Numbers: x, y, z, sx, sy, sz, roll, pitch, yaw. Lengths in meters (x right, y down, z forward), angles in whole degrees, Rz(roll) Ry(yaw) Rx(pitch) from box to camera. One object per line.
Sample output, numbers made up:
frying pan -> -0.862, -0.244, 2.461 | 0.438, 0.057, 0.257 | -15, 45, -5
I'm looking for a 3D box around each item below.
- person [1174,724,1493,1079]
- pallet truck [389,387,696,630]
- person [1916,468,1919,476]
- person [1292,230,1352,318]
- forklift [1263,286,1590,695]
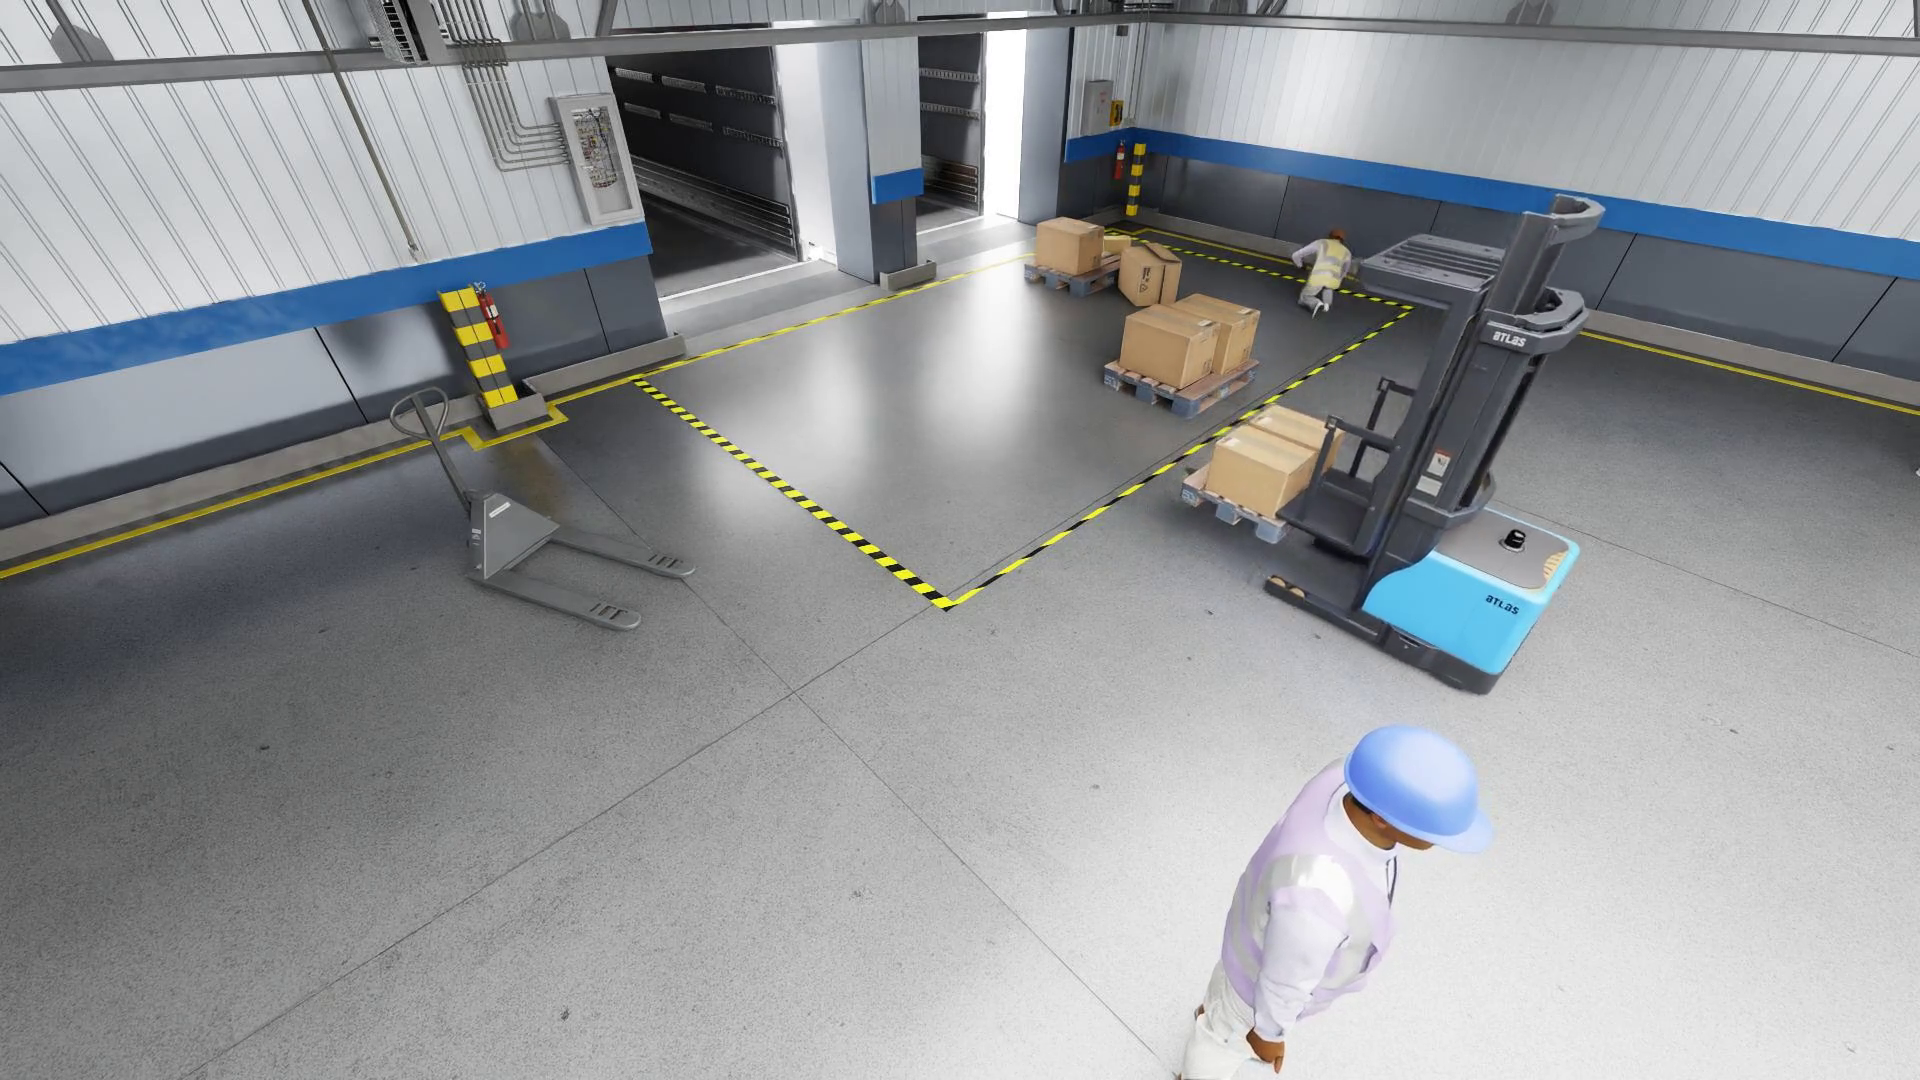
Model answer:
person -> 0.975, 1.194, 2.148 | 0.396, 1.948, 0.604 | 24, 44, 28
pallet truck -> -2.613, -0.247, 4.593 | 1.601, 1.201, 0.680 | 14, 40, 17
person -> 7.926, -1.142, 5.337 | 0.491, 1.742, 0.316 | 2, 38, 3
person -> 4.298, -3.140, 8.711 | 0.654, 0.869, 0.907 | 7, 38, 9
forklift -> 2.853, -0.229, 3.913 | 0.716, 2.013, 0.776 | -30, 47, -33
